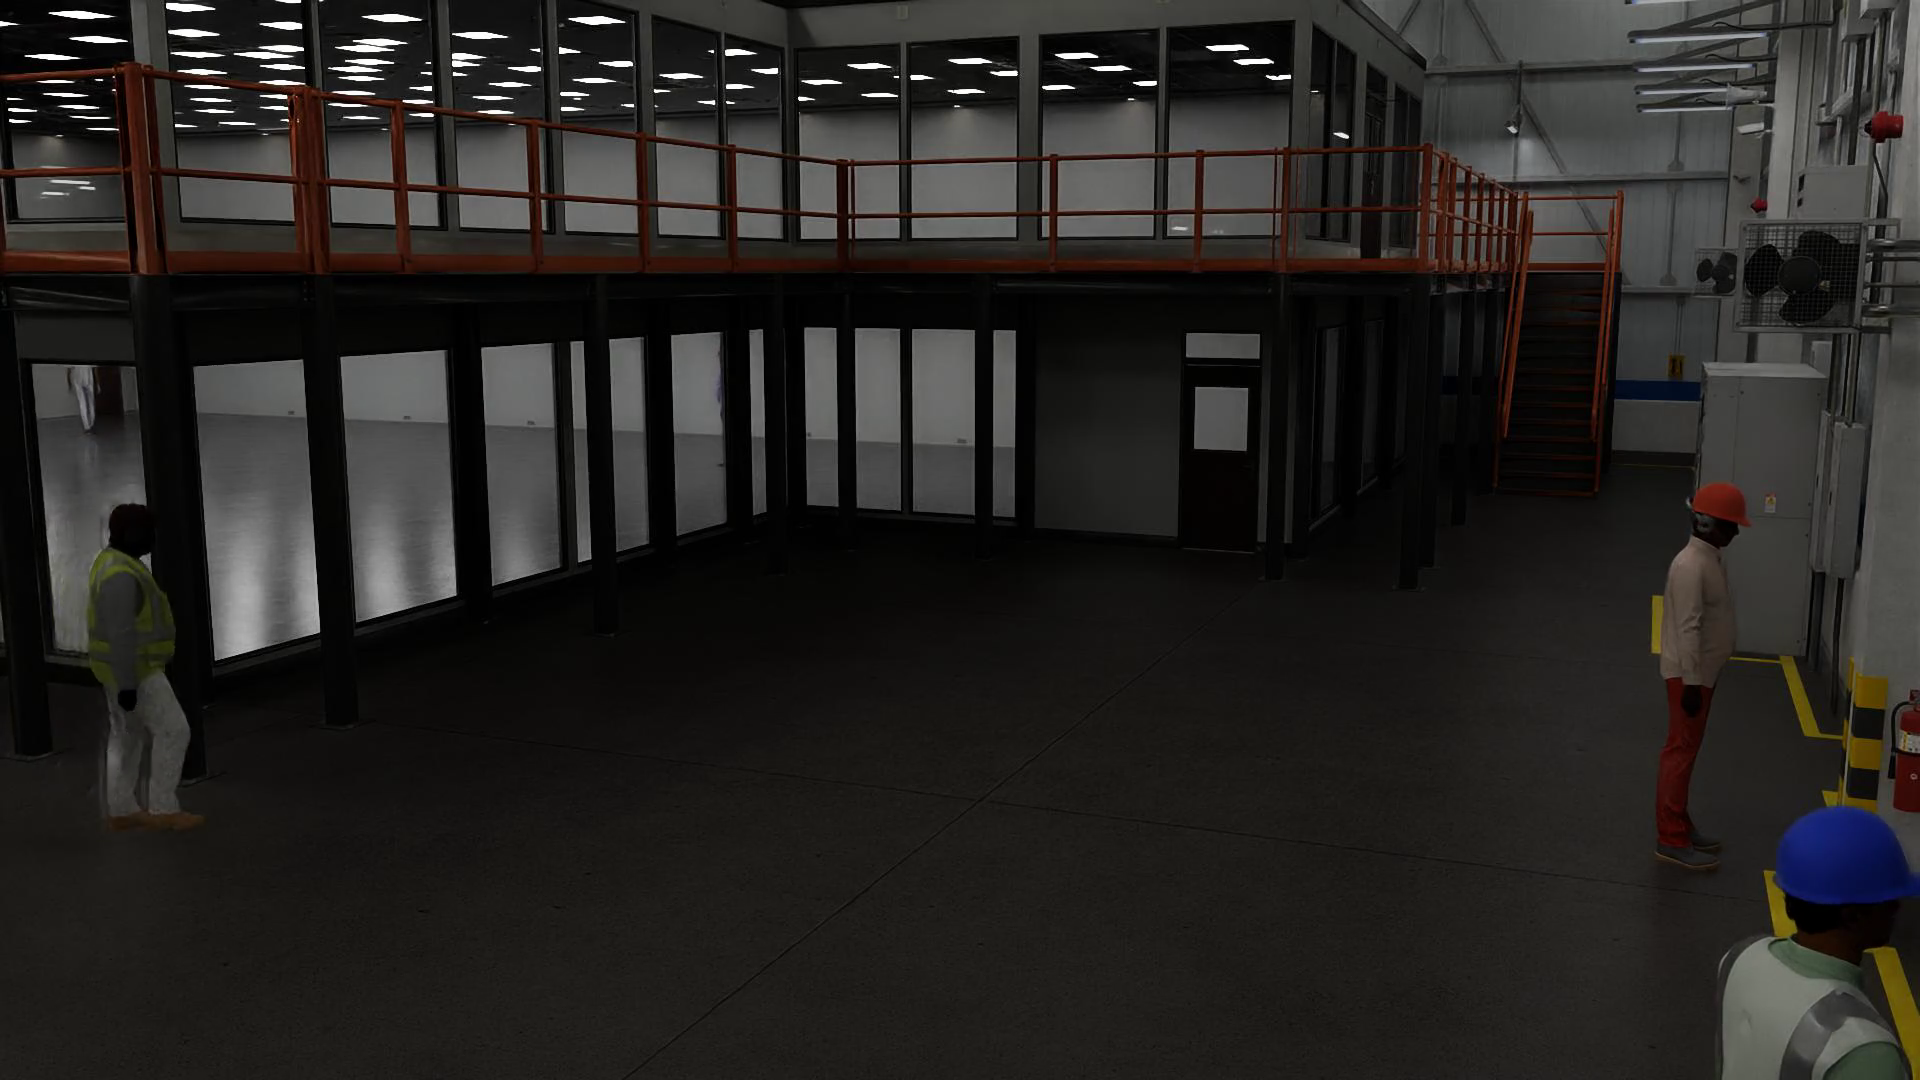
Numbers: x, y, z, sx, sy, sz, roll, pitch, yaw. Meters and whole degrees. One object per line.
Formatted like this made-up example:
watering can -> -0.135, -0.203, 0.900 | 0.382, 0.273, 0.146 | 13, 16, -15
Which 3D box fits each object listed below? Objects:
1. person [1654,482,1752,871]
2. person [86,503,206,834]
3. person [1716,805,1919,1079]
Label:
person -> 3.816, 0.686, 8.590 | 0.392, 1.986, 0.610 | 5, 11, 29
person -> -4.397, 0.702, 9.045 | 0.619, 1.813, 0.620 | -6, 11, -31
person -> 1.816, 1.516, 3.577 | 0.381, 1.951, 0.605 | 0, 9, -1
